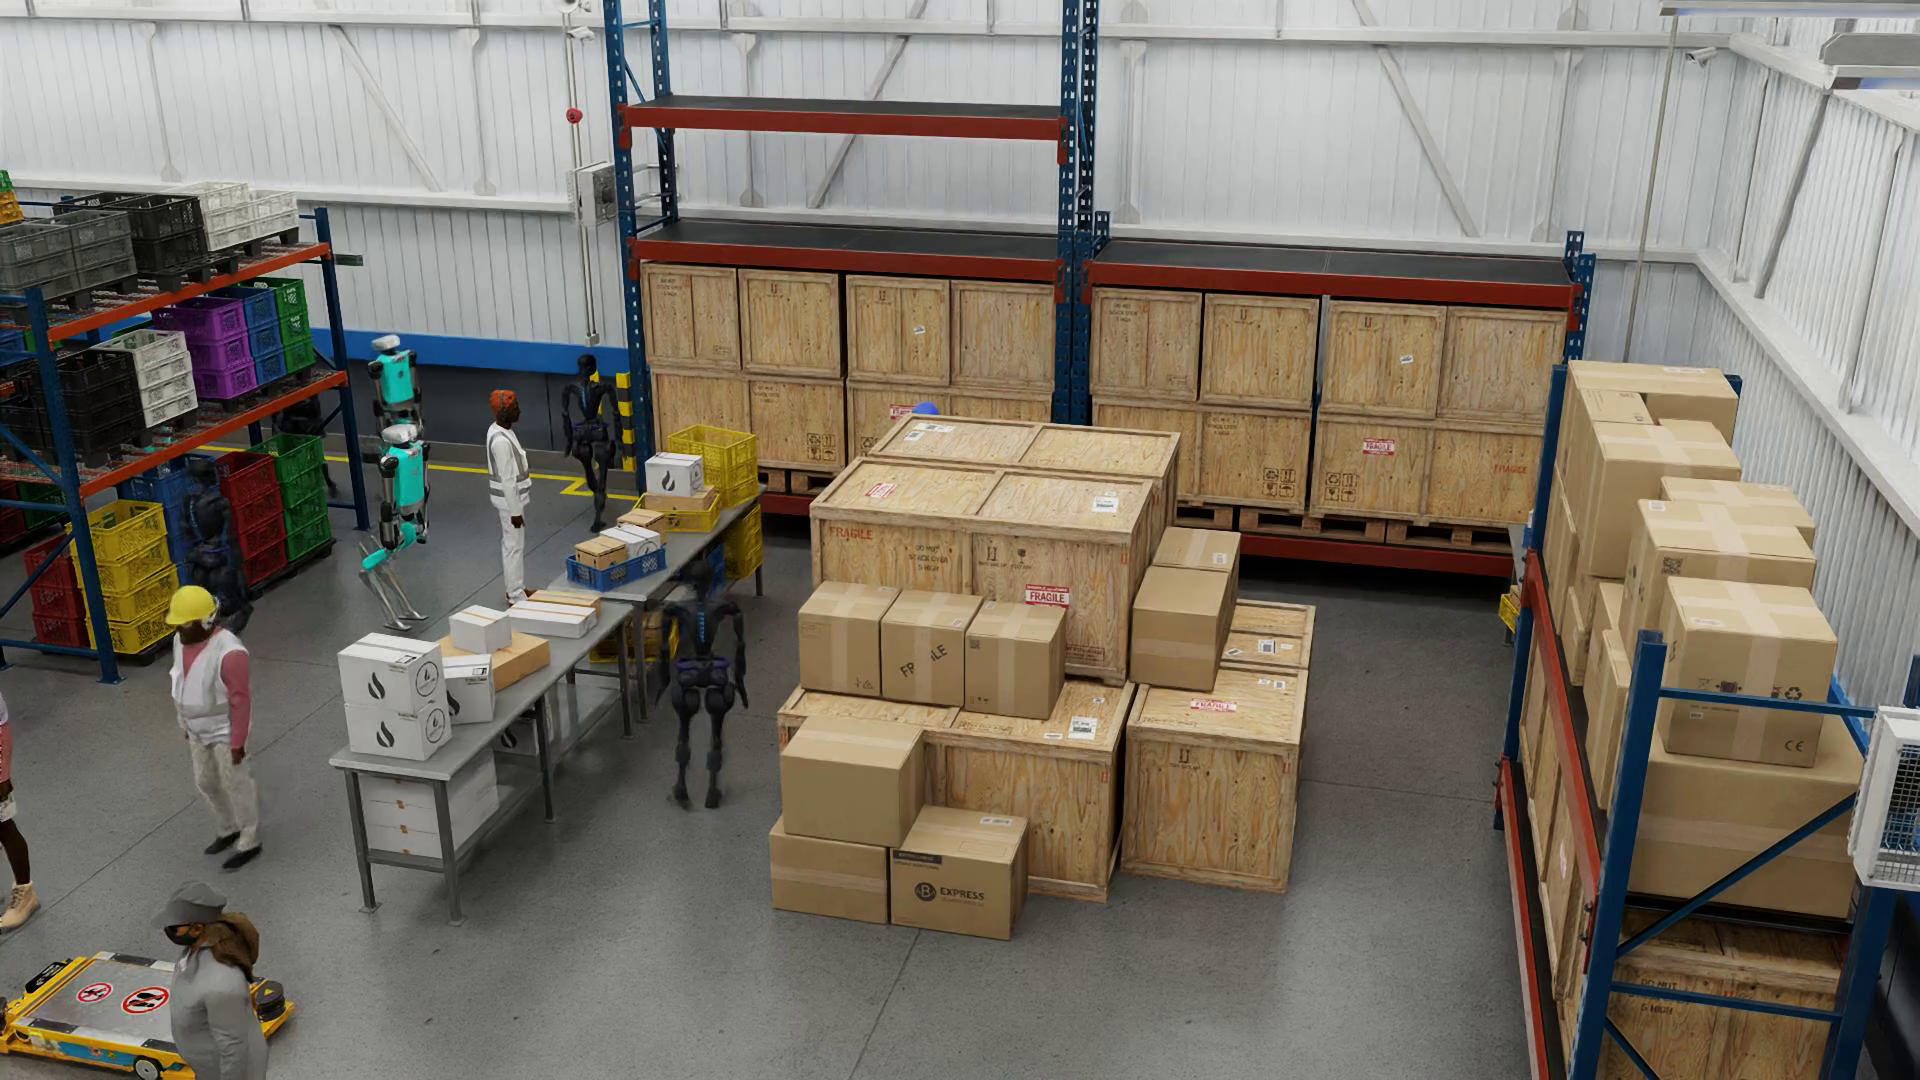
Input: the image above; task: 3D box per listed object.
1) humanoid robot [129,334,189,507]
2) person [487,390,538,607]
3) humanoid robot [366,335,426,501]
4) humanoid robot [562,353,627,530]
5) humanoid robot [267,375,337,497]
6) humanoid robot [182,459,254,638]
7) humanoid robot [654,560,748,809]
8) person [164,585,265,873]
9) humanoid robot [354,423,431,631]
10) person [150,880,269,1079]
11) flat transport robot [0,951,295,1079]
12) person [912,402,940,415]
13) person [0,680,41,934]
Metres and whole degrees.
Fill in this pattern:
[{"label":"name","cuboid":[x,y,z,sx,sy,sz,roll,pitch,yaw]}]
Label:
[{"label":"humanoid robot","cuboid":[-7.578,-1.027,15.662,0.545,1.733,0.972,-4,21,-11]},{"label":"person","cuboid":[-3.660,-0.317,13.614,0.348,1.882,0.582,-7,22,-17]},{"label":"humanoid robot","cuboid":[-5.558,-1.103,15.977,0.807,1.832,0.565,12,24,29]},{"label":"humanoid robot","cuboid":[-3.432,-0.955,15.637,0.609,1.619,0.799,2,21,6]},{"label":"humanoid robot","cuboid":[-6.447,-1.205,16.221,0.585,1.637,0.397,4,21,9]},{"label":"humanoid robot","cuboid":[-5.658,0.182,12.593,0.600,1.651,0.361,11,23,26]},{"label":"humanoid robot","cuboid":[-1.666,0.924,10.663,0.608,1.639,0.377,-4,21,-9]},{"label":"person","cuboid":[-4.456,1.112,9.956,0.598,1.833,0.404,12,24,28]},{"label":"humanoid robot","cuboid":[-4.534,-0.121,13.167,0.741,1.689,0.530,7,22,18]},{"label":"person","cuboid":[-3.127,2.224,7.123,0.396,1.770,0.562,-12,24,-29]},{"label":"flat transport robot","cuboid":[-4.270,2.464,8.601,1.431,0.231,0.659,5,22,13]},{"label":"person","cuboid":[-0.258,-0.130,13.040,0.606,1.943,0.399,-3,21,-9]},{"label":"person","cuboid":[-5.560,1.252,9.288,0.607,2.043,0.394,7,22,18]}]
